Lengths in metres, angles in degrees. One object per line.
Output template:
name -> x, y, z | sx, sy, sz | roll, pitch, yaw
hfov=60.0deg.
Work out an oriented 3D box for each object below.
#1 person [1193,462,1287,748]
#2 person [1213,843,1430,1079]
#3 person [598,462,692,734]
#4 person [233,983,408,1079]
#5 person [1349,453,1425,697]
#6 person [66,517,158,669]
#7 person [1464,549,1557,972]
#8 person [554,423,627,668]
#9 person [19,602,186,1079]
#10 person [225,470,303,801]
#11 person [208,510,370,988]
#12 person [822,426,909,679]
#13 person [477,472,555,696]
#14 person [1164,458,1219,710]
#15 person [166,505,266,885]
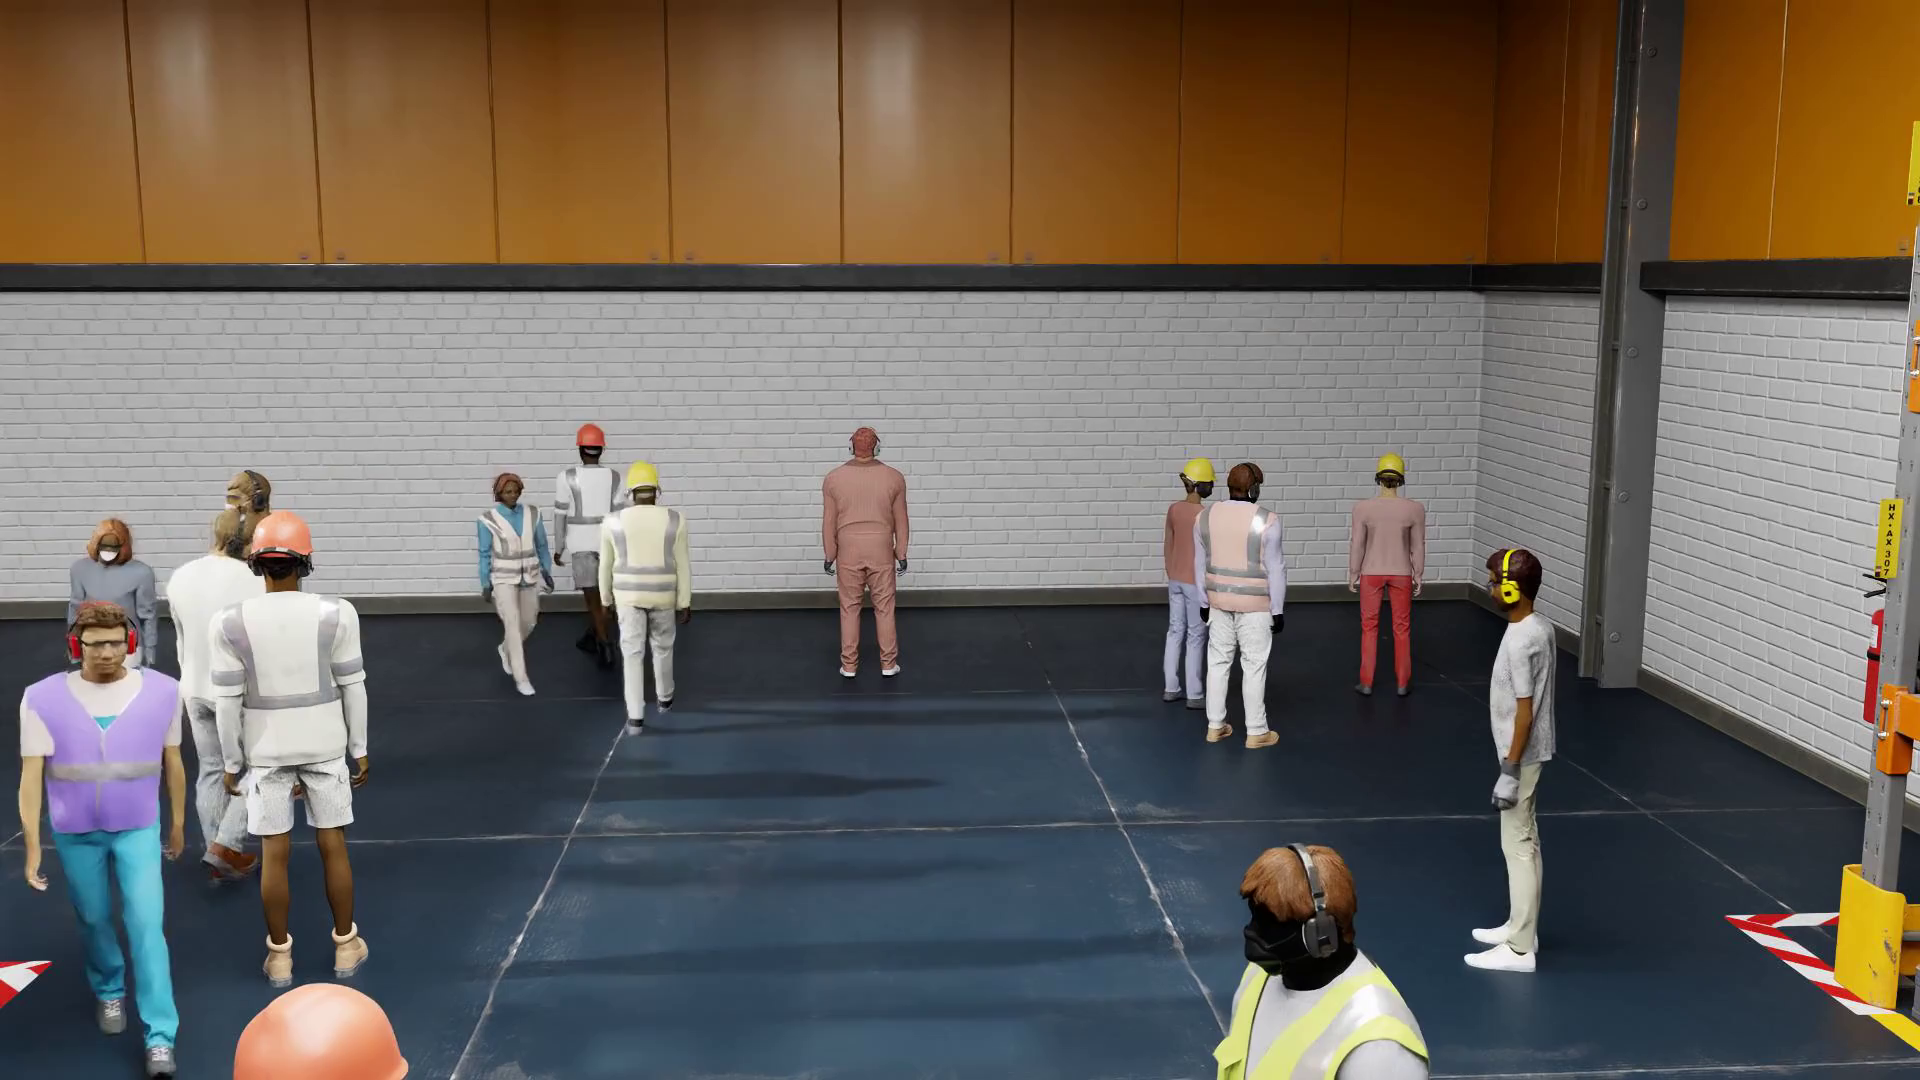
person -> 1.818, 0.417, 10.720 | 0.633, 1.843, 0.429 | 7, 11, 36
person -> 0.755, 1.551, 3.646 | 0.429, 1.832, 0.632 | -2, 9, -14
person -> -2.129, 0.362, 11.252 | 0.614, 1.790, 0.851 | -2, 9, -10
person -> -0.991, 1.644, 2.713 | 0.552, 1.937, 0.356 | 2, 9, 13
person -> 3.068, 0.254, 11.979 | 0.534, 1.767, 0.319 | 1, 9, 7
person -> -5.094, 0.632, 10.074 | 0.560, 1.607, 0.513 | 0, 9, 1
person -> 2.414, 0.958, 7.259 | 0.335, 1.865, 0.521 | 5, 10, 27
person -> -2.862, 0.034, 13.029 | 0.541, 1.890, 1.021 | -6, 11, -33
person -> -3.276, 1.128, 6.413 | 0.580, 1.793, 0.942 | -5, 10, -27
person -> -3.986, 0.555, 9.556 | 0.635, 1.936, 0.355 | 9, 12, 43
person -> -2.848, 0.889, 7.122 | 0.605, 2.045, 0.379 | -3, 10, -19
person -> -0.710, 0.097, 12.530 | 0.652, 1.906, 0.402 | -1, 9, -4
person -> -3.301, 0.290, 12.235 | 0.531, 1.614, 0.741 | -8, 12, -42
person -> 1.645, 0.302, 11.680 | 0.329, 1.767, 0.529 | -5, 10, -29
person -> -3.606, 0.784, 8.191 | 0.650, 1.914, 0.466 | 2, 9, 12
